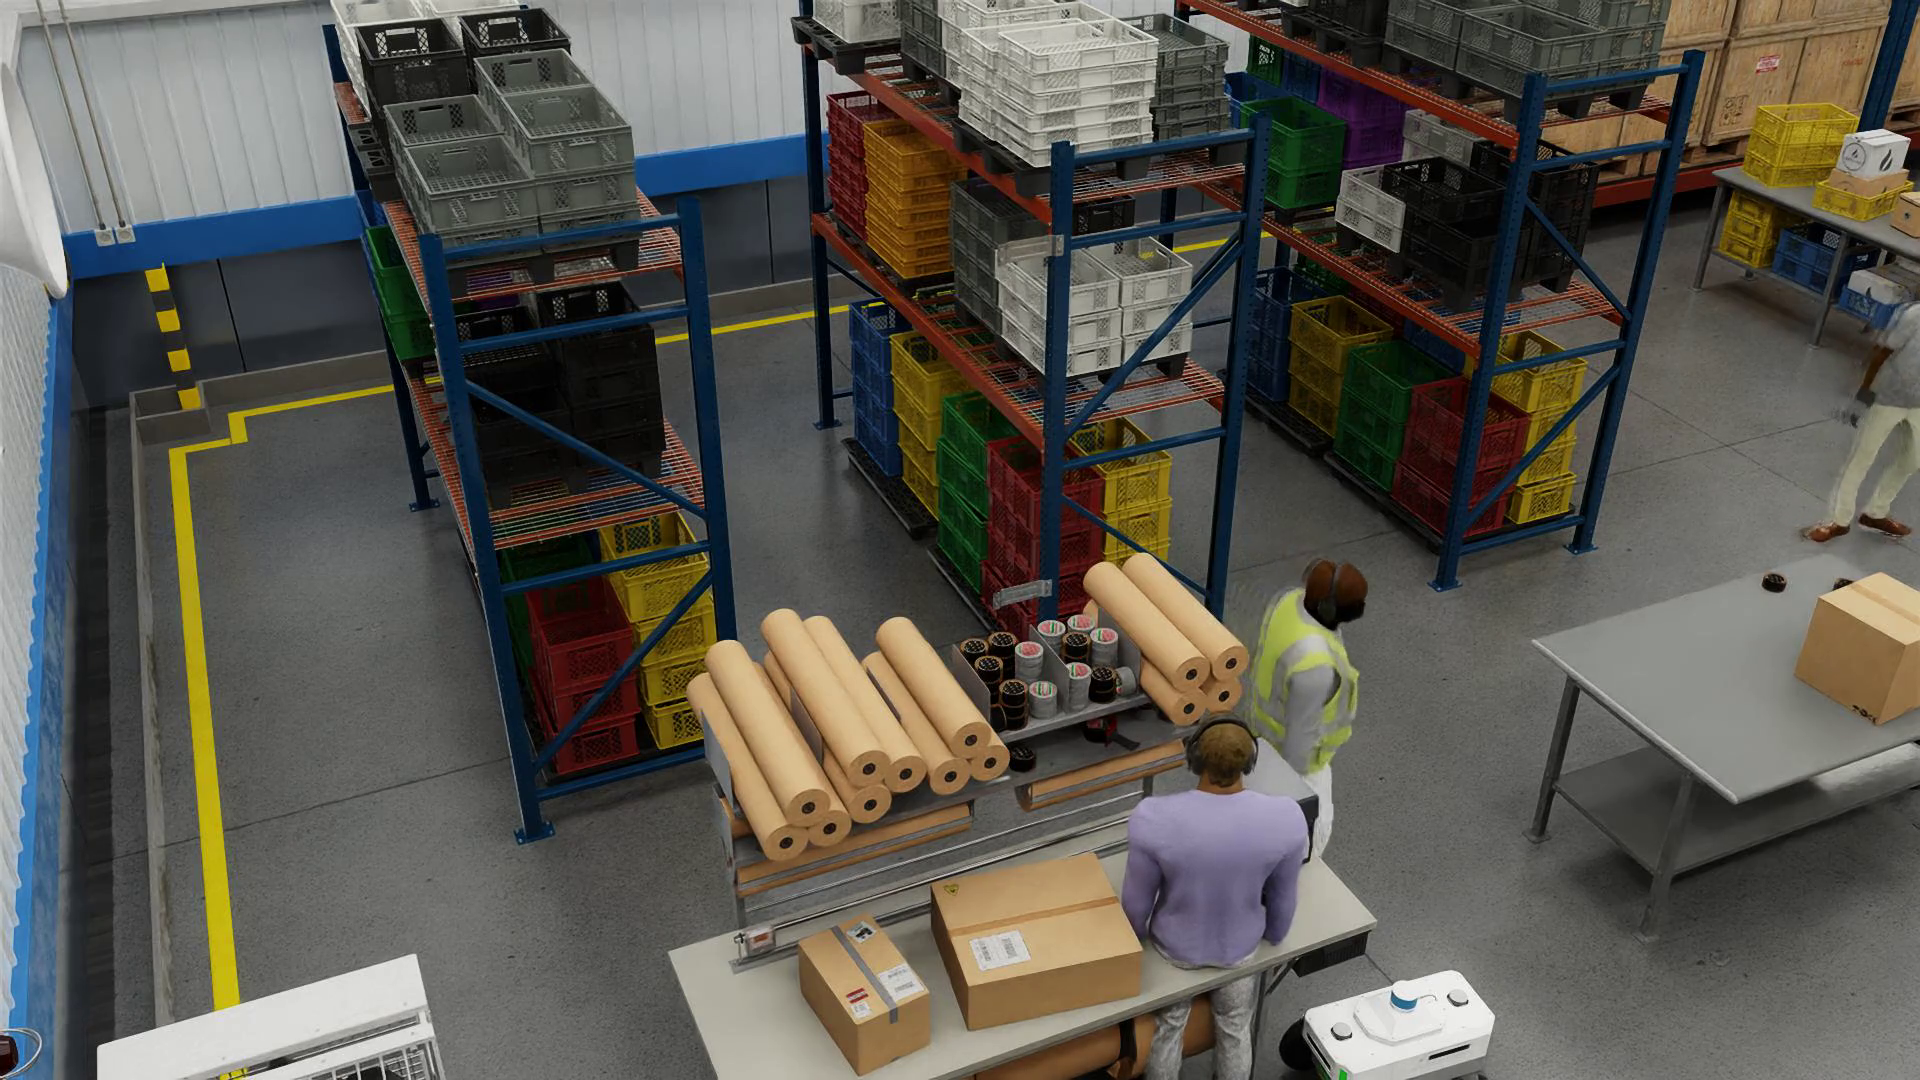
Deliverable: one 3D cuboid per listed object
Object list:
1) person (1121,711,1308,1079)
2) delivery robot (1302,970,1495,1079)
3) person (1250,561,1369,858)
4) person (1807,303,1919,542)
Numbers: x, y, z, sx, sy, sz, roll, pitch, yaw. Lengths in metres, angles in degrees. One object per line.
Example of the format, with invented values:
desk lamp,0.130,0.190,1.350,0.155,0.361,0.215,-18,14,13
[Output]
person,0.890,1.439,6.043,0.628,1.932,0.367,0,32,0
delivery robot,1.702,1.921,6.470,0.707,0.478,0.477,-10,33,-16
person,1.407,0.842,7.141,0.579,1.809,0.661,1,32,2
person,5.493,-0.778,9.741,0.657,1.832,0.335,-1,32,-2
